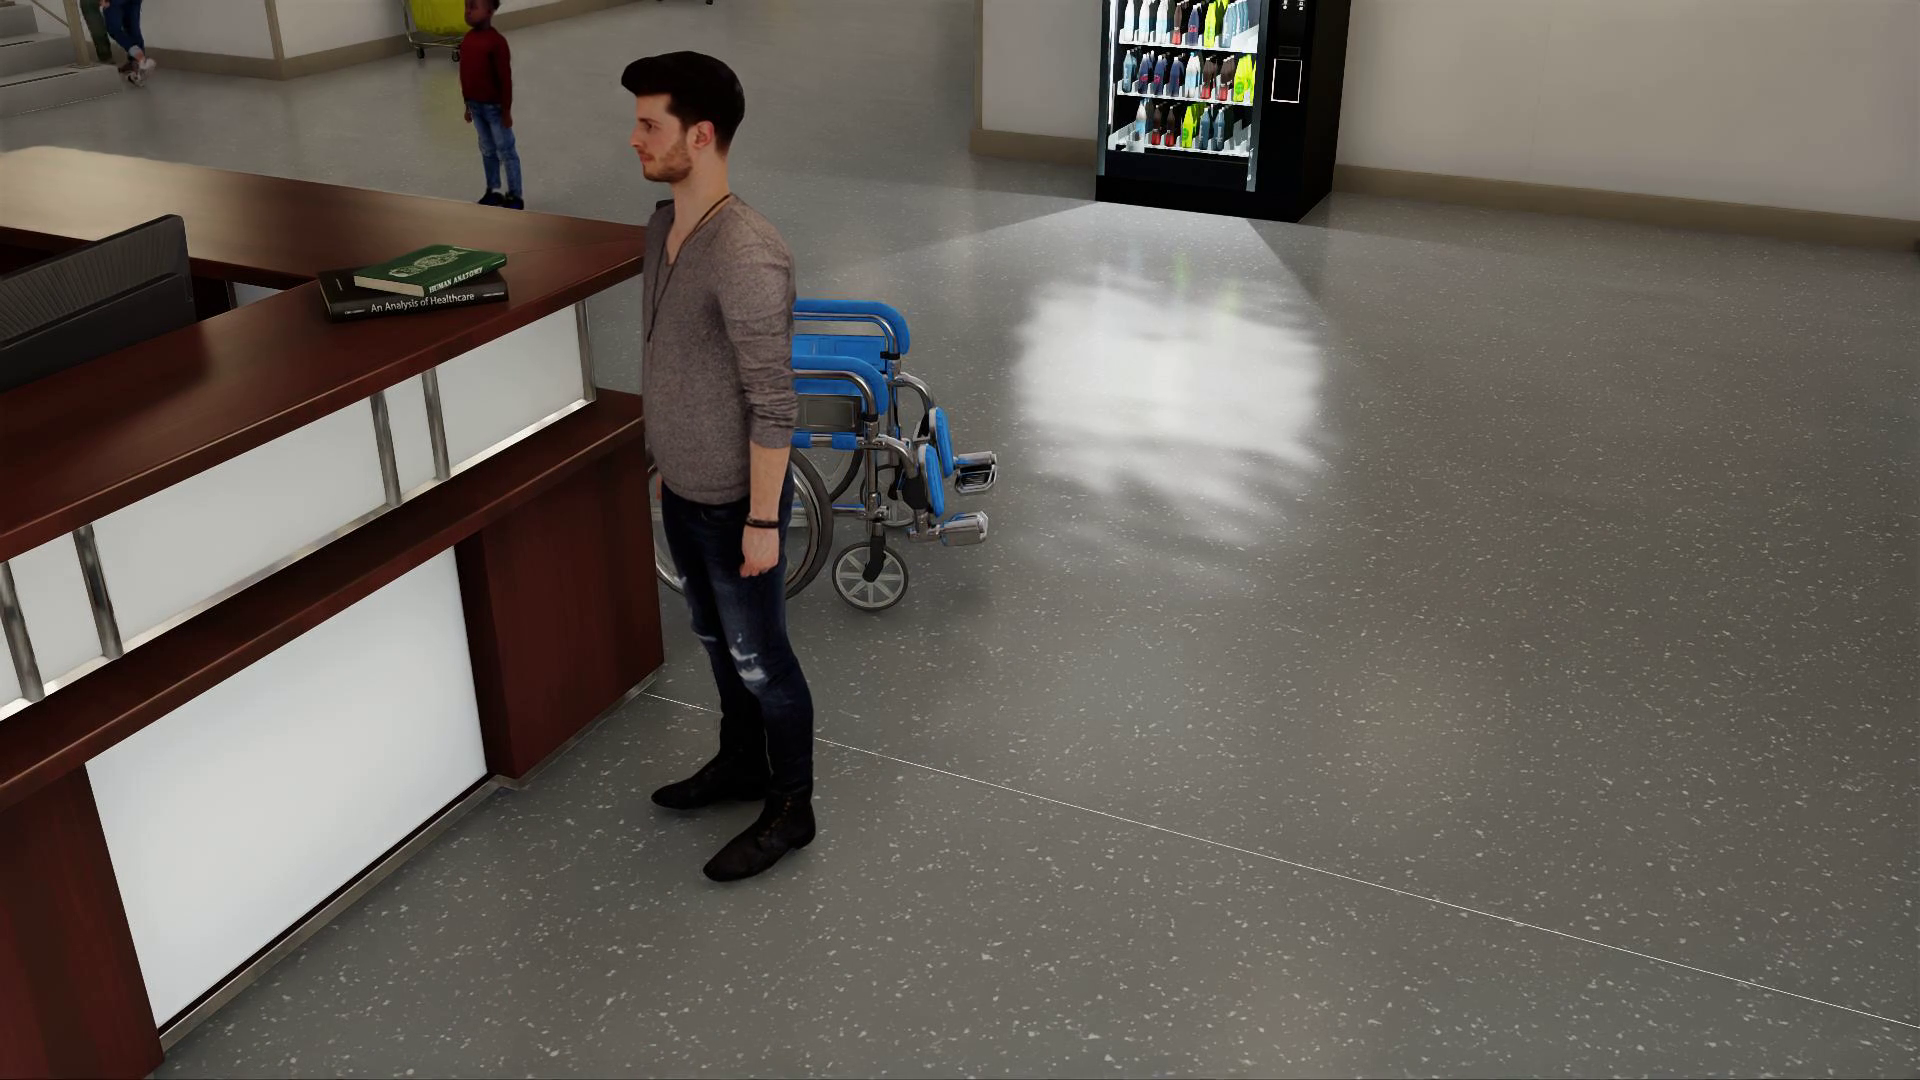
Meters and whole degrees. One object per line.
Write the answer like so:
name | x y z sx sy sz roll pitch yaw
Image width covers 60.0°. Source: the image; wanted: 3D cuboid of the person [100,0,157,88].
person | -6.369 -4.202 12.701 0.726 1.472 0.588 13 29 25

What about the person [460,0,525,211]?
person | -2.642 -2.464 9.385 0.479 1.222 0.602 18 31 33

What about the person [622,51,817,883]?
person | -0.523 -0.128 3.757 0.837 1.903 0.719 -14 29 -27

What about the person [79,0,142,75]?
person | -6.683 -4.495 13.122 0.740 1.634 0.560 12 28 23
